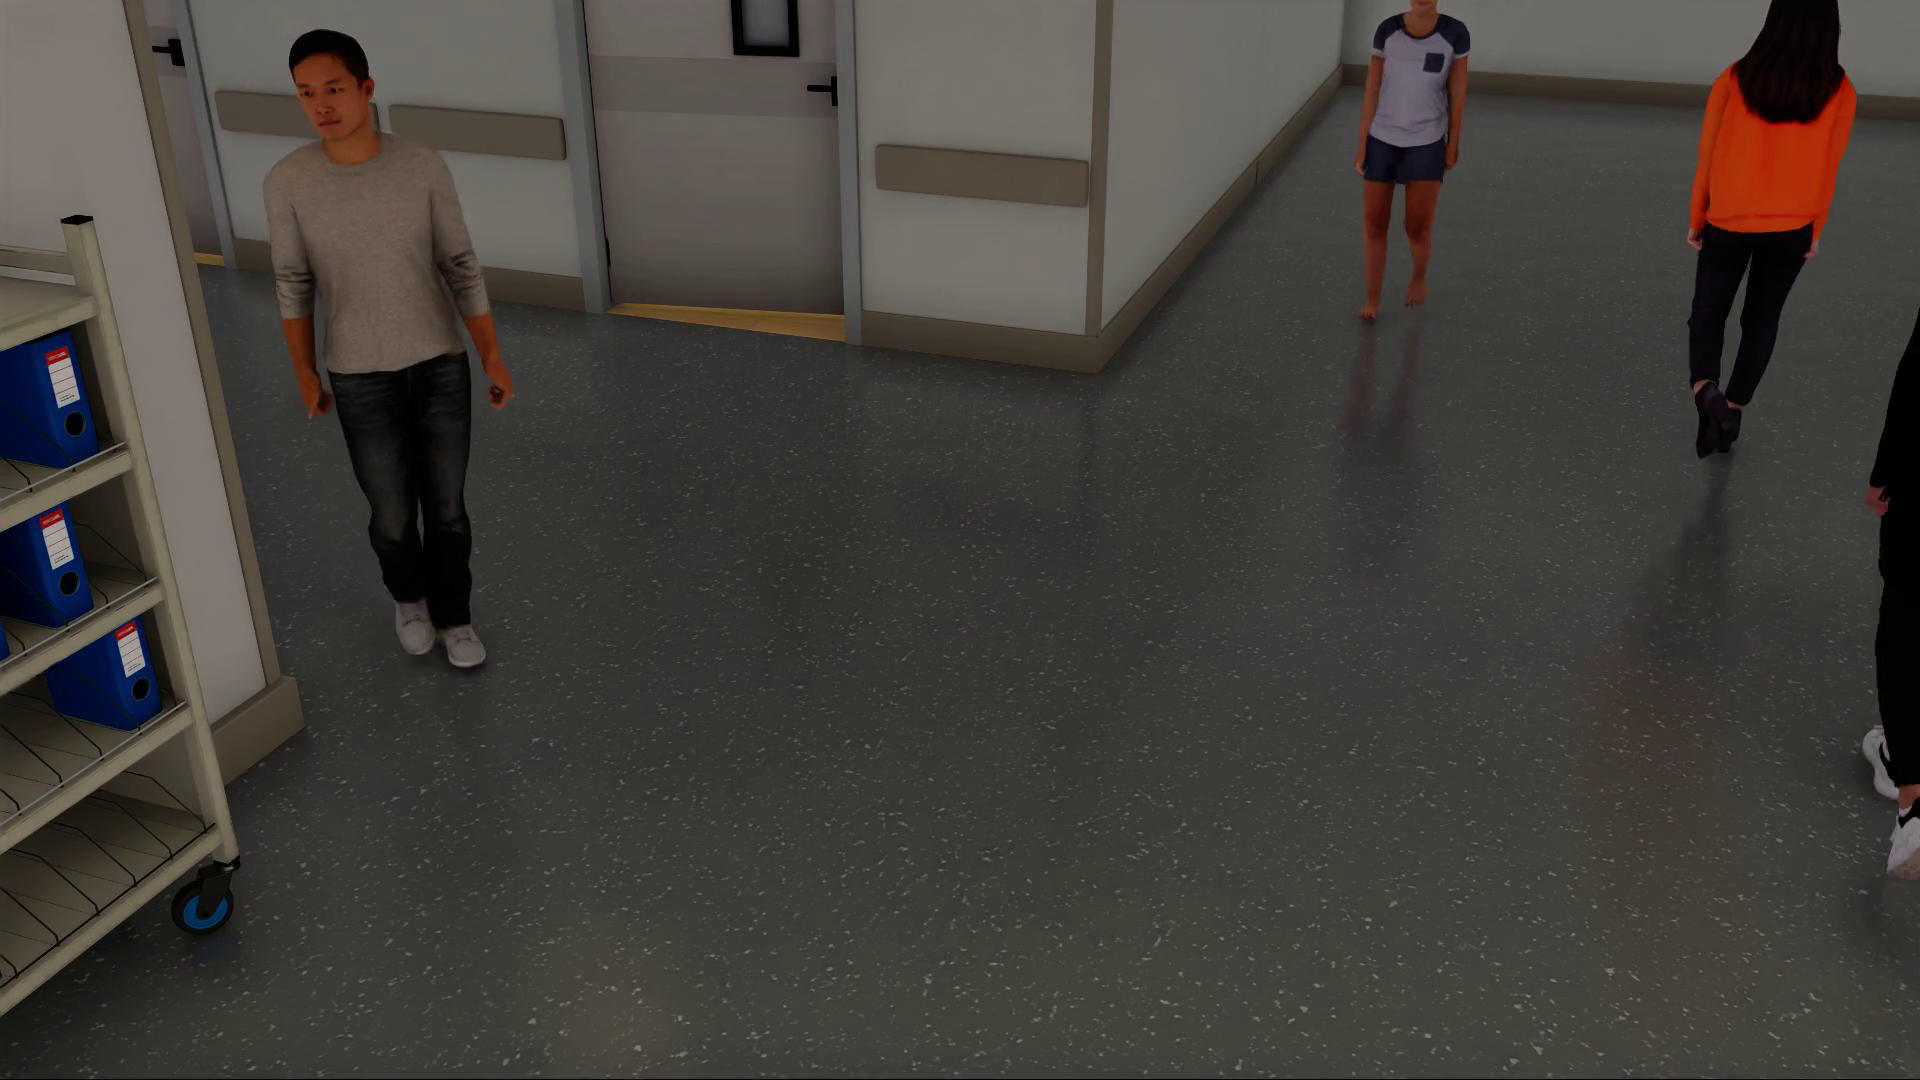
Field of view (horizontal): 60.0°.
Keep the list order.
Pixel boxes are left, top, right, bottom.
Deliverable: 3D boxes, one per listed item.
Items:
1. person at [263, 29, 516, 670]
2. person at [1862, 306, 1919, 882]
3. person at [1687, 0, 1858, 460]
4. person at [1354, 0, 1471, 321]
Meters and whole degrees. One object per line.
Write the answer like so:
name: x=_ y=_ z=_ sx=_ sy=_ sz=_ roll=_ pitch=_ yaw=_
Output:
person: x=-1.575 y=-0.497 z=4.597 sx=0.814 sy=1.789 sz=0.883 roll=-14 pitch=29 yaw=-26
person: x=2.281 y=-0.056 z=3.693 sx=0.632 sy=1.780 sz=1.094 roll=8 pitch=27 yaw=16
person: x=2.812 y=-1.068 z=5.844 sx=0.617 sy=1.734 sz=0.930 roll=9 pitch=27 yaw=19
person: x=2.024 y=-1.791 z=7.491 sx=0.600 sy=1.606 sz=0.638 roll=12 pitch=28 yaw=24
